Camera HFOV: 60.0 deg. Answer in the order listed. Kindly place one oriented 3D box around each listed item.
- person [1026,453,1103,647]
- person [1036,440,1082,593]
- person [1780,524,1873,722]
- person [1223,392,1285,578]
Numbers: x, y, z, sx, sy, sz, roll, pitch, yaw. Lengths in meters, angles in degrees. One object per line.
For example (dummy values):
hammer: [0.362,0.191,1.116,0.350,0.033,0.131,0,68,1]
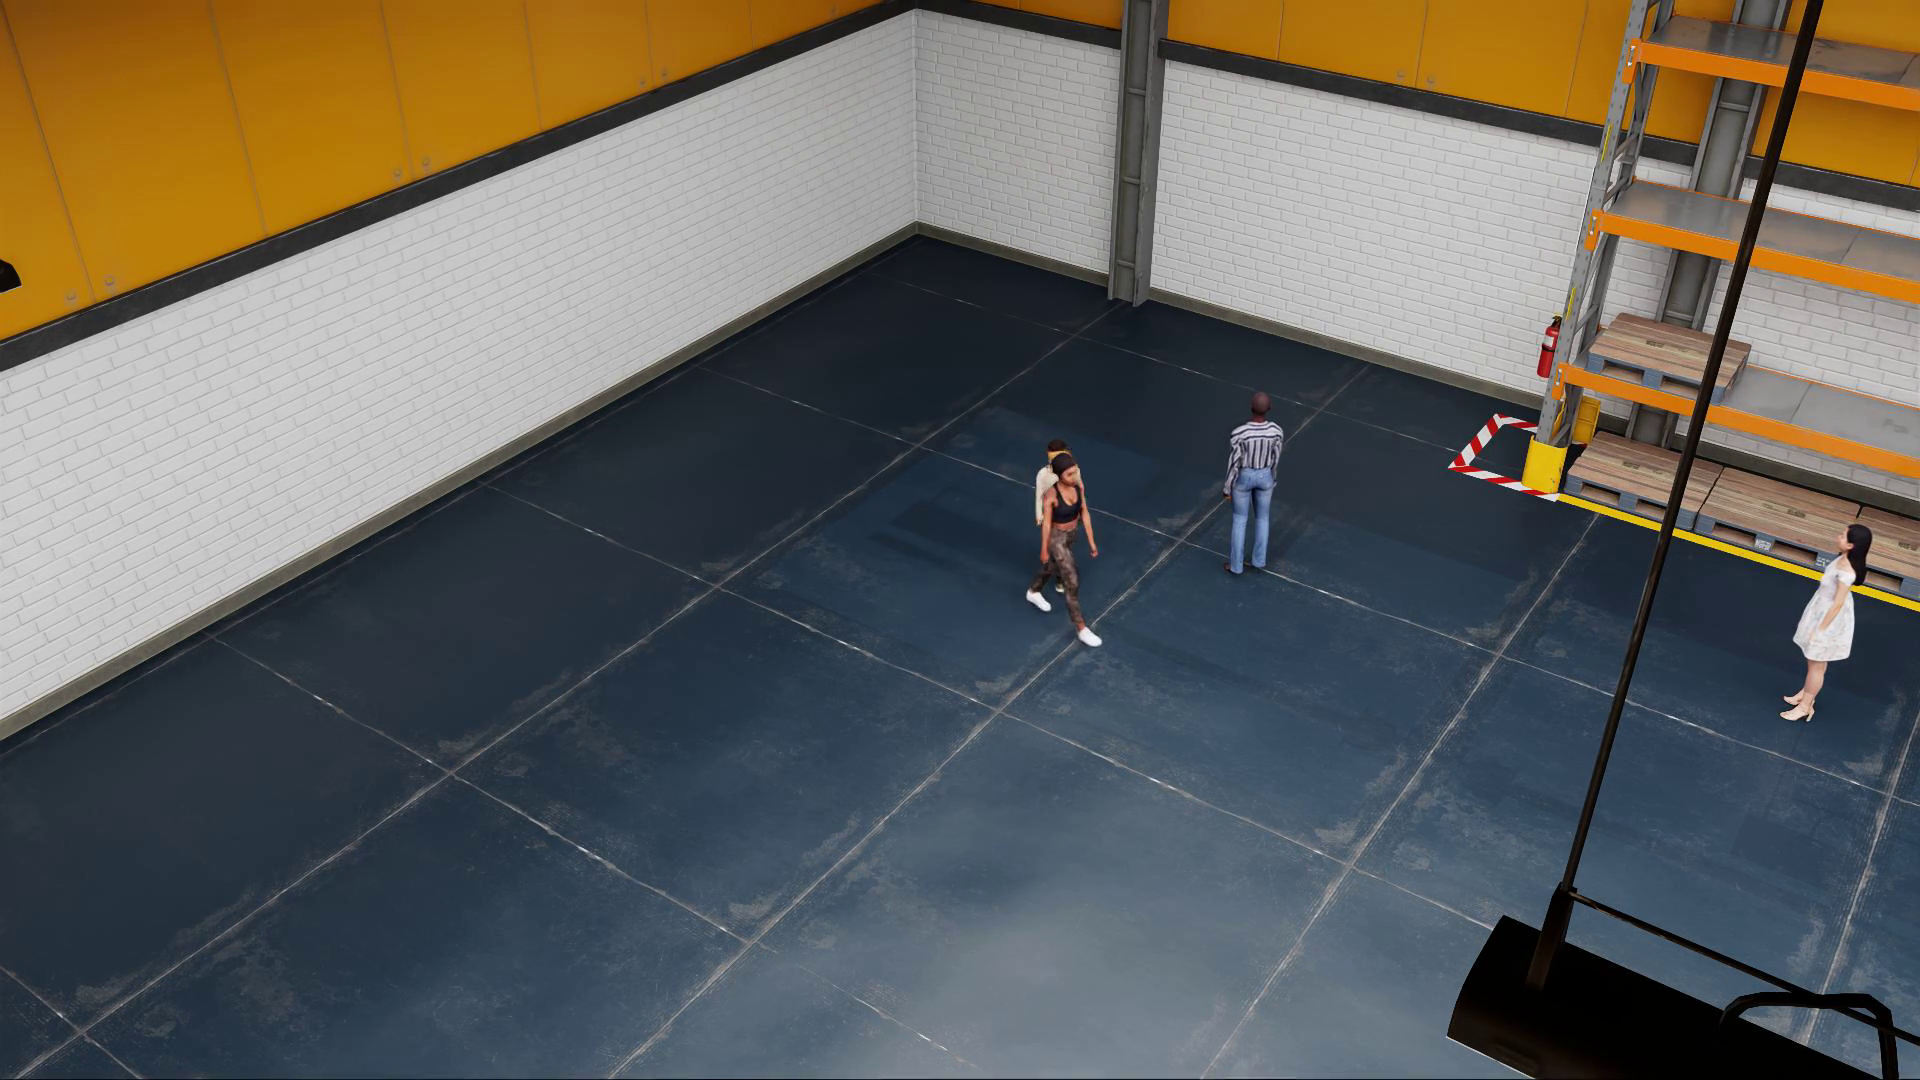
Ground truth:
person: [0.793,-0.009,13.804,0.725,1.647,1.194,-29,43,-36]
person: [0.857,-0.293,14.417,0.926,1.441,0.973,-8,34,-11]
person: [6.632,0.633,12.723,0.619,1.774,0.637,21,39,28]
person: [2.528,-0.473,14.367,0.690,1.796,0.745,-6,34,-9]
